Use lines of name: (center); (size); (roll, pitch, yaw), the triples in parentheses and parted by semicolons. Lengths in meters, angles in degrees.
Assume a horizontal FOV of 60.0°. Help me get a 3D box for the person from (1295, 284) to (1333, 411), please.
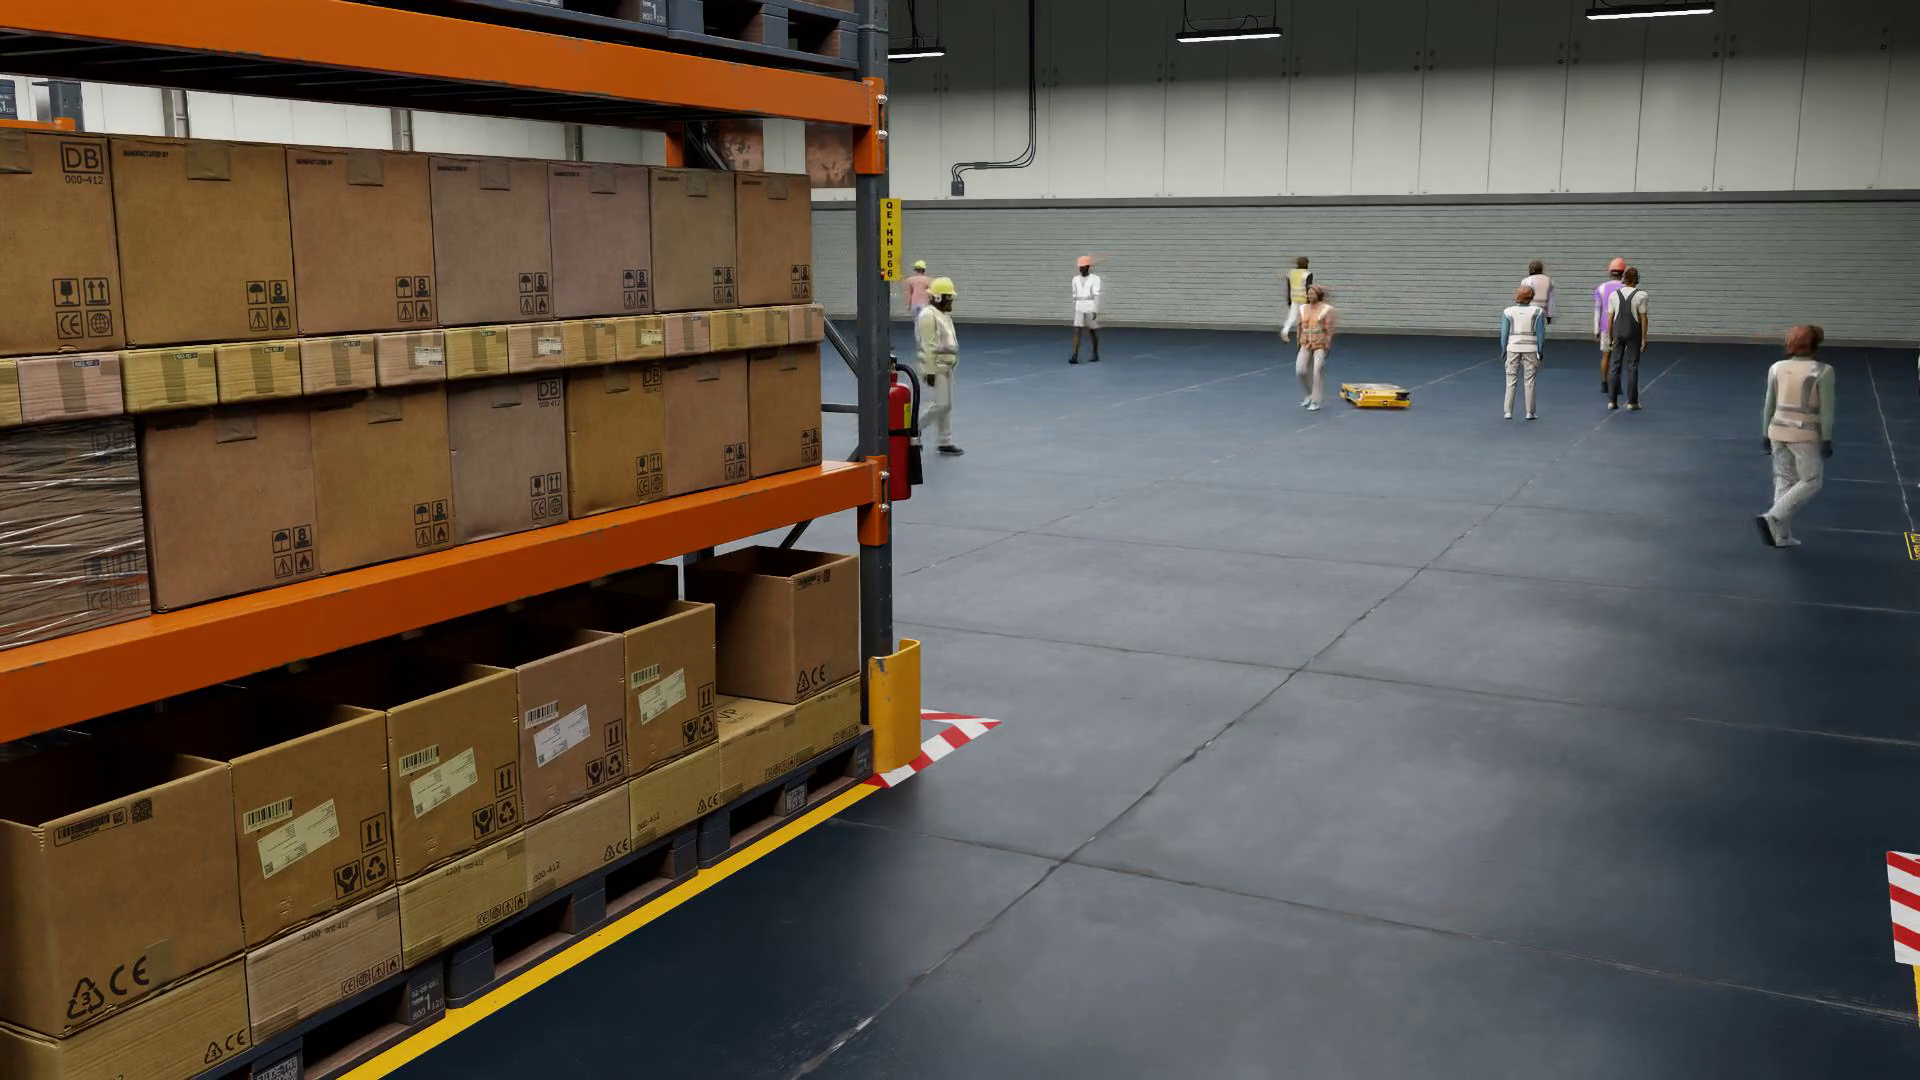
person: (4.535, -2.468, 21.349); (0.517, 1.626, 0.361); (8, 13, 39)

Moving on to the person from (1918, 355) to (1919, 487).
person: (8.739, -1.414, 14.578); (0.612, 1.995, 0.378); (7, 12, 33)

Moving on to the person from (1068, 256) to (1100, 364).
person: (2.206, -4.052, 29.270); (0.546, 1.890, 0.996); (5, 11, 24)

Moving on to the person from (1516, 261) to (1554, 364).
person: (9.900, -3.911, 28.706); (0.642, 1.814, 0.843); (-3, 11, -15)

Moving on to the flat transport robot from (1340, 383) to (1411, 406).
flat transport robot: (5.528, -1.945, 22.182); (0.652, 0.197, 1.431); (0, 10, 3)

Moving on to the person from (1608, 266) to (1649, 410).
person: (8.587, -2.589, 21.411); (0.506, 1.842, 0.346); (8, 13, 37)

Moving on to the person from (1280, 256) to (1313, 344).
person: (7.026, -4.968, 34.450); (0.864, 1.815, 0.636); (-9, 13, -39)

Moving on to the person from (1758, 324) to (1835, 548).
person: (5.885, -0.715, 11.780); (0.502, 1.621, 0.524); (-5, 11, -24)

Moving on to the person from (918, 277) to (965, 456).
person: (-0.235, -1.756, 16.912); (0.519, 1.818, 0.613); (4, 11, 19)

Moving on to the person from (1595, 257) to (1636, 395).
person: (9.289, -3.028, 23.578); (0.547, 1.946, 0.402); (8, 13, 39)

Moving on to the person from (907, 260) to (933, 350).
person: (-0.748, -4.623, 32.784); (0.541, 1.741, 0.750); (4, 11, 22)

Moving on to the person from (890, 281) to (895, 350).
person: (-1.587, -4.671, 32.568); (0.630, 1.913, 0.583); (4, 11, 23)

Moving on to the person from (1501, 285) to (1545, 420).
person: (6.857, -2.283, 20.282); (0.512, 1.642, 0.311); (5, 11, 25)
